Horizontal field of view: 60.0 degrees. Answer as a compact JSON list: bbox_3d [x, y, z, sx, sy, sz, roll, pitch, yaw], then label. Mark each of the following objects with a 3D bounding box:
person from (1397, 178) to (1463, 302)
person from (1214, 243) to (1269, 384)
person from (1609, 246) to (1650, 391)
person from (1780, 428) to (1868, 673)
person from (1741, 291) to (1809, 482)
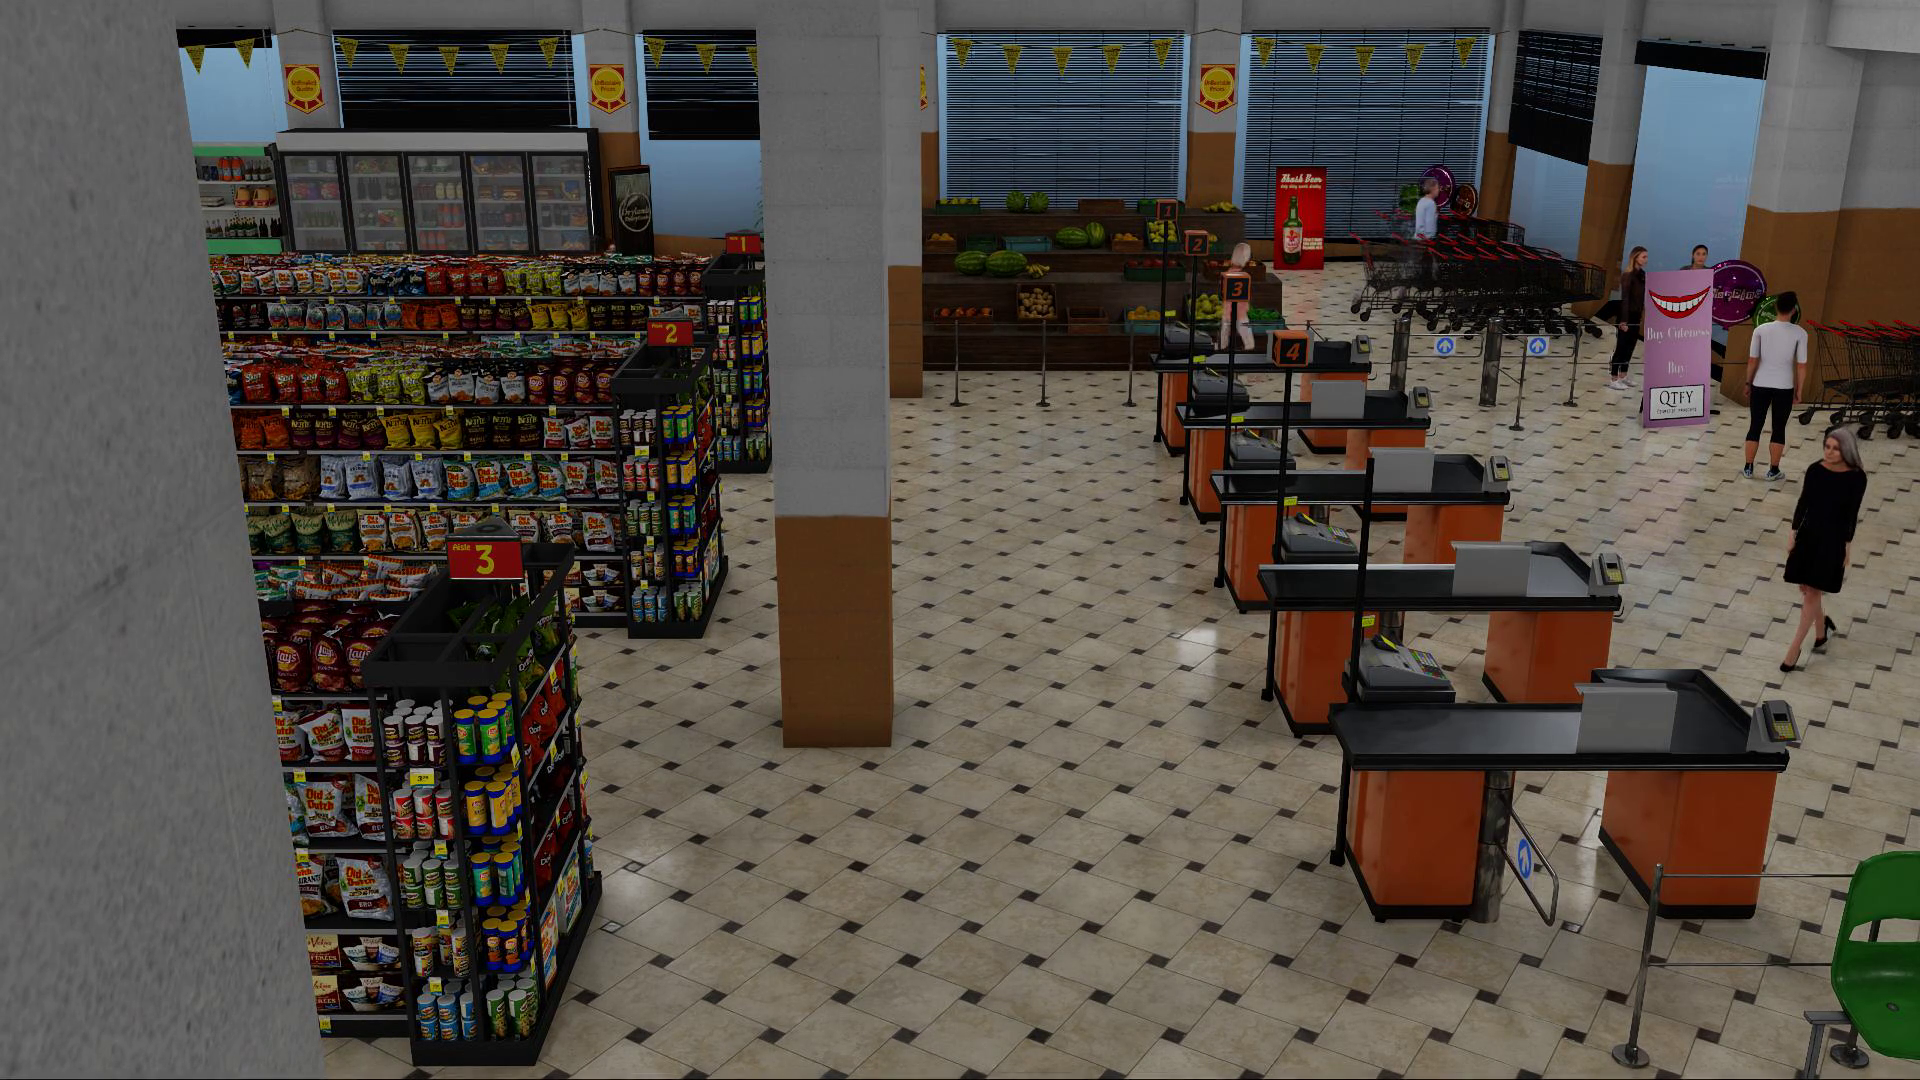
[{"bbox_3d":[6.878,-4.447,24.940,1.183,1.849,0.746,-2,19,-5],"label":"person"},{"bbox_3d":[3.205,-2.687,19.989,1.162,1.677,0.706,-2,19,-7],"label":"person"},{"bbox_3d":[7.996,-2.665,19.884,0.656,1.703,0.739,-16,24,-39],"label":"person"},{"bbox_3d":[6.135,0.046,11.809,1.062,1.724,0.944,-13,23,-34],"label":"person"},{"bbox_3d":[7.922,-1.502,16.204,0.694,1.851,0.815,12,22,31],"label":"person"}]
